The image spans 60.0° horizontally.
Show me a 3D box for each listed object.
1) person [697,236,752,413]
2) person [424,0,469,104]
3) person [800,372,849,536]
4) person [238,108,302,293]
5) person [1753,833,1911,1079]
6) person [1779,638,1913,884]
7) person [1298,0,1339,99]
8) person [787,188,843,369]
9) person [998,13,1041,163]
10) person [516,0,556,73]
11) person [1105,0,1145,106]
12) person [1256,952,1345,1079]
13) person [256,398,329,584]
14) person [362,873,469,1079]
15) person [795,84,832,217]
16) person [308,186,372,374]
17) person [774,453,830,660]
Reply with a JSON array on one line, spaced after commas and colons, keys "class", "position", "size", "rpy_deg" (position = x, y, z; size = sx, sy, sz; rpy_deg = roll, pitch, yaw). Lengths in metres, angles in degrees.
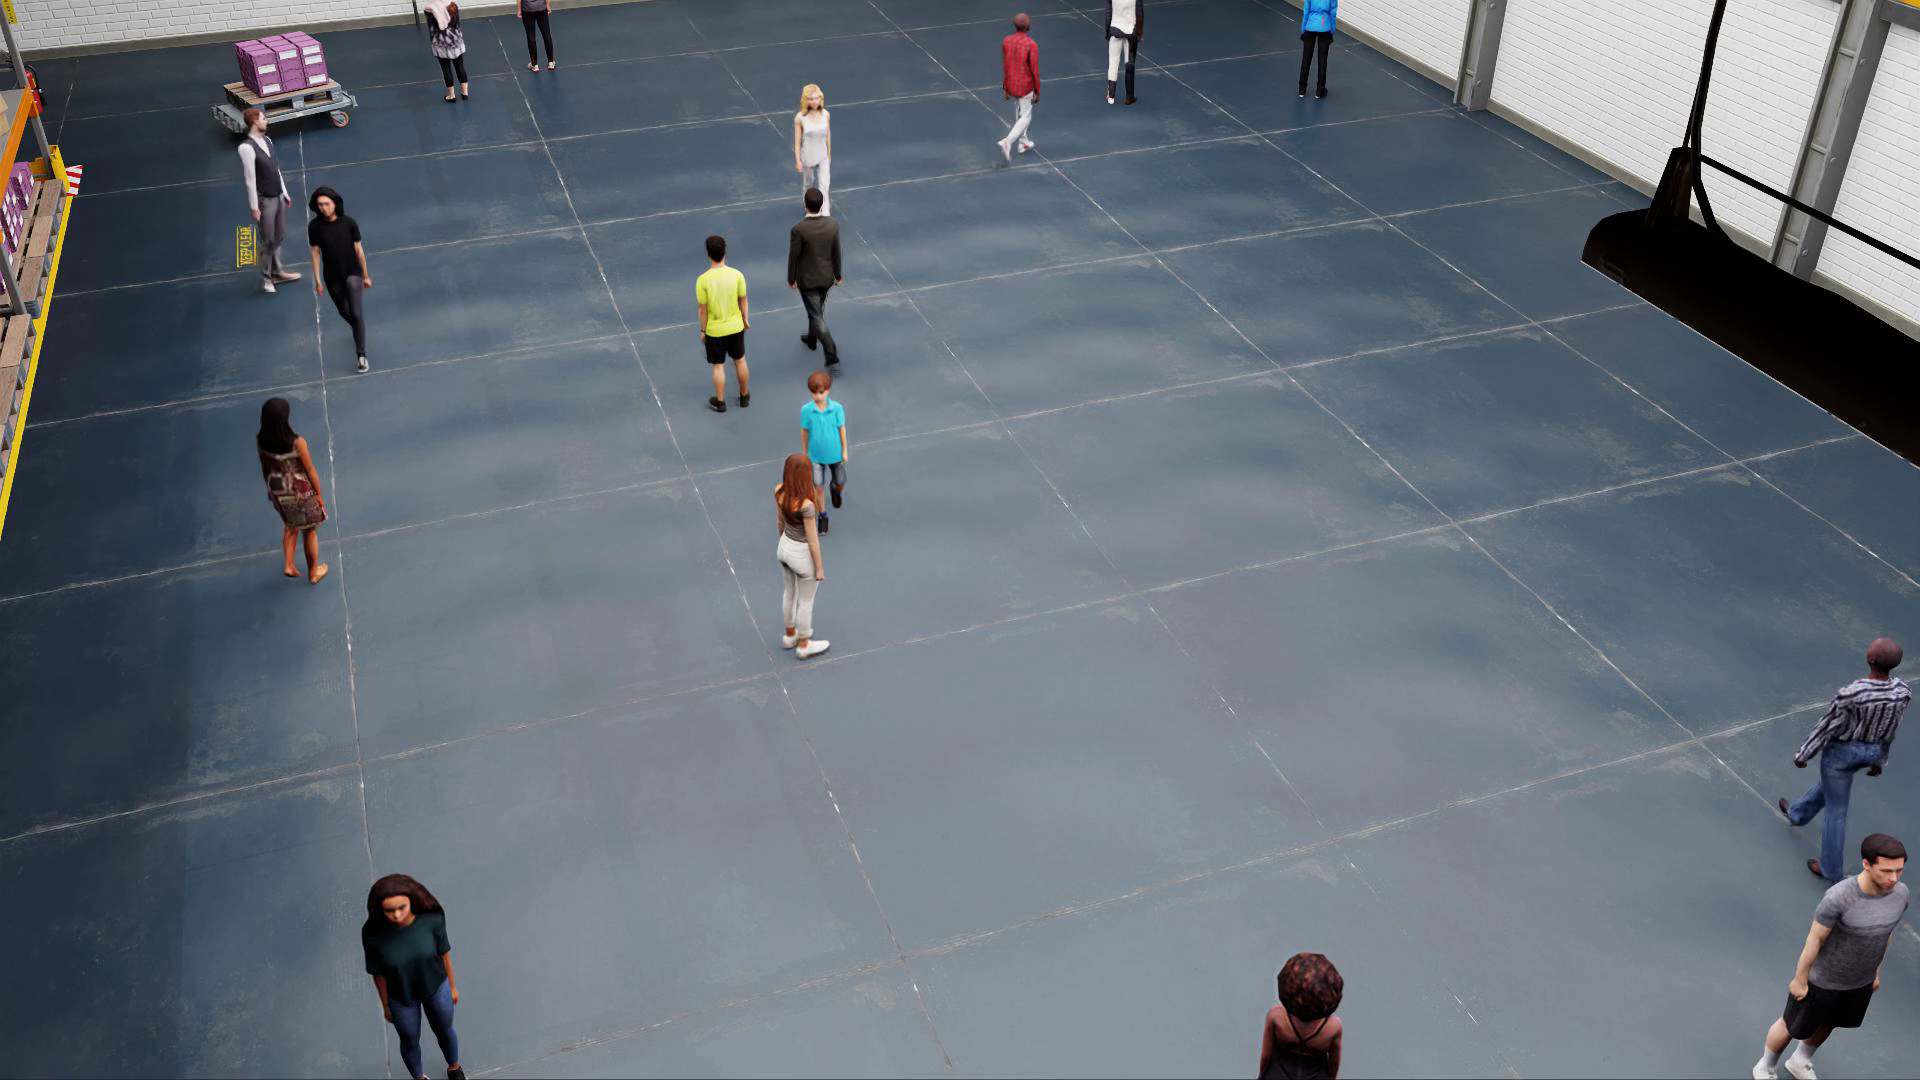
[{"class": "person", "position": [-2.188, -2.005, 15.439], "size": [0.621, 1.708, 0.509], "rpy_deg": [-12, 36, -18]}, {"class": "person", "position": [-7.015, -6.826, 22.760], "size": [0.710, 1.632, 0.724], "rpy_deg": [-24, 40, -31]}, {"class": "person", "position": [-1.117, -0.771, 13.825], "size": [0.636, 1.440, 0.792], "rpy_deg": [-3, 34, -4]}, {"class": "person", "position": [-7.402, -3.602, 17.661], "size": [0.965, 1.908, 0.777], "rpy_deg": [12, 35, 17]}, {"class": "person", "position": [4.665, 2.276, 8.851], "size": [0.695, 1.872, 0.610], "rpy_deg": [-5, 34, -8]}, {"class": "person", "position": [5.526, 1.417, 10.237], "size": [0.739, 1.769, 1.026], "rpy_deg": [-7, 34, -11]}, {"class": "person", "position": [4.914, -6.999, 22.872], "size": [0.694, 1.797, 0.724], "rpy_deg": [10, 35, 14]}, {"class": "person", "position": [-1.374, -2.518, 16.149], "size": [0.845, 1.776, 1.166], "rpy_deg": [-19, 38, -26]}, {"class": "person", "position": [0.719, -5.660, 20.856], "size": [1.147, 1.798, 1.108], "rpy_deg": [22, 39, 29]}, {"class": "person", "position": [-6.119, -7.634, 23.857], "size": [0.665, 1.764, 0.565], "rpy_deg": [-16, 37, -22]}, {"class": "person", "position": [2.226, -6.892, 22.624], "size": [0.770, 1.893, 0.777], "rpy_deg": [7, 34, 10]}, {"class": "person", "position": [1.661, 2.726, 8.248], "size": [0.644, 1.790, 0.675], "rpy_deg": [6, 34, 8]}, {"class": "person", "position": [-5.254, -0.328, 12.980], "size": [0.817, 1.636, 0.873], "rpy_deg": [5, 34, 8]}, {"class": "person", "position": [-2.900, 2.399, 8.897], "size": [0.605, 1.616, 0.596], "rpy_deg": [-14, 36, -19]}, {"class": "person", "position": [-1.708, -4.443, 19.183], "size": [0.601, 1.625, 1.078], "rpy_deg": [-12, 35, -17]}, {"class": "person", "position": [-6.041, -2.630, 16.294], "size": [0.757, 1.803, 1.162], "rpy_deg": [-7, 34, -10]}, {"class": "person", "position": [-1.200, 0.123, 12.231], "size": [0.724, 1.716, 0.599], "rpy_deg": [-29, 43, -36]}]
